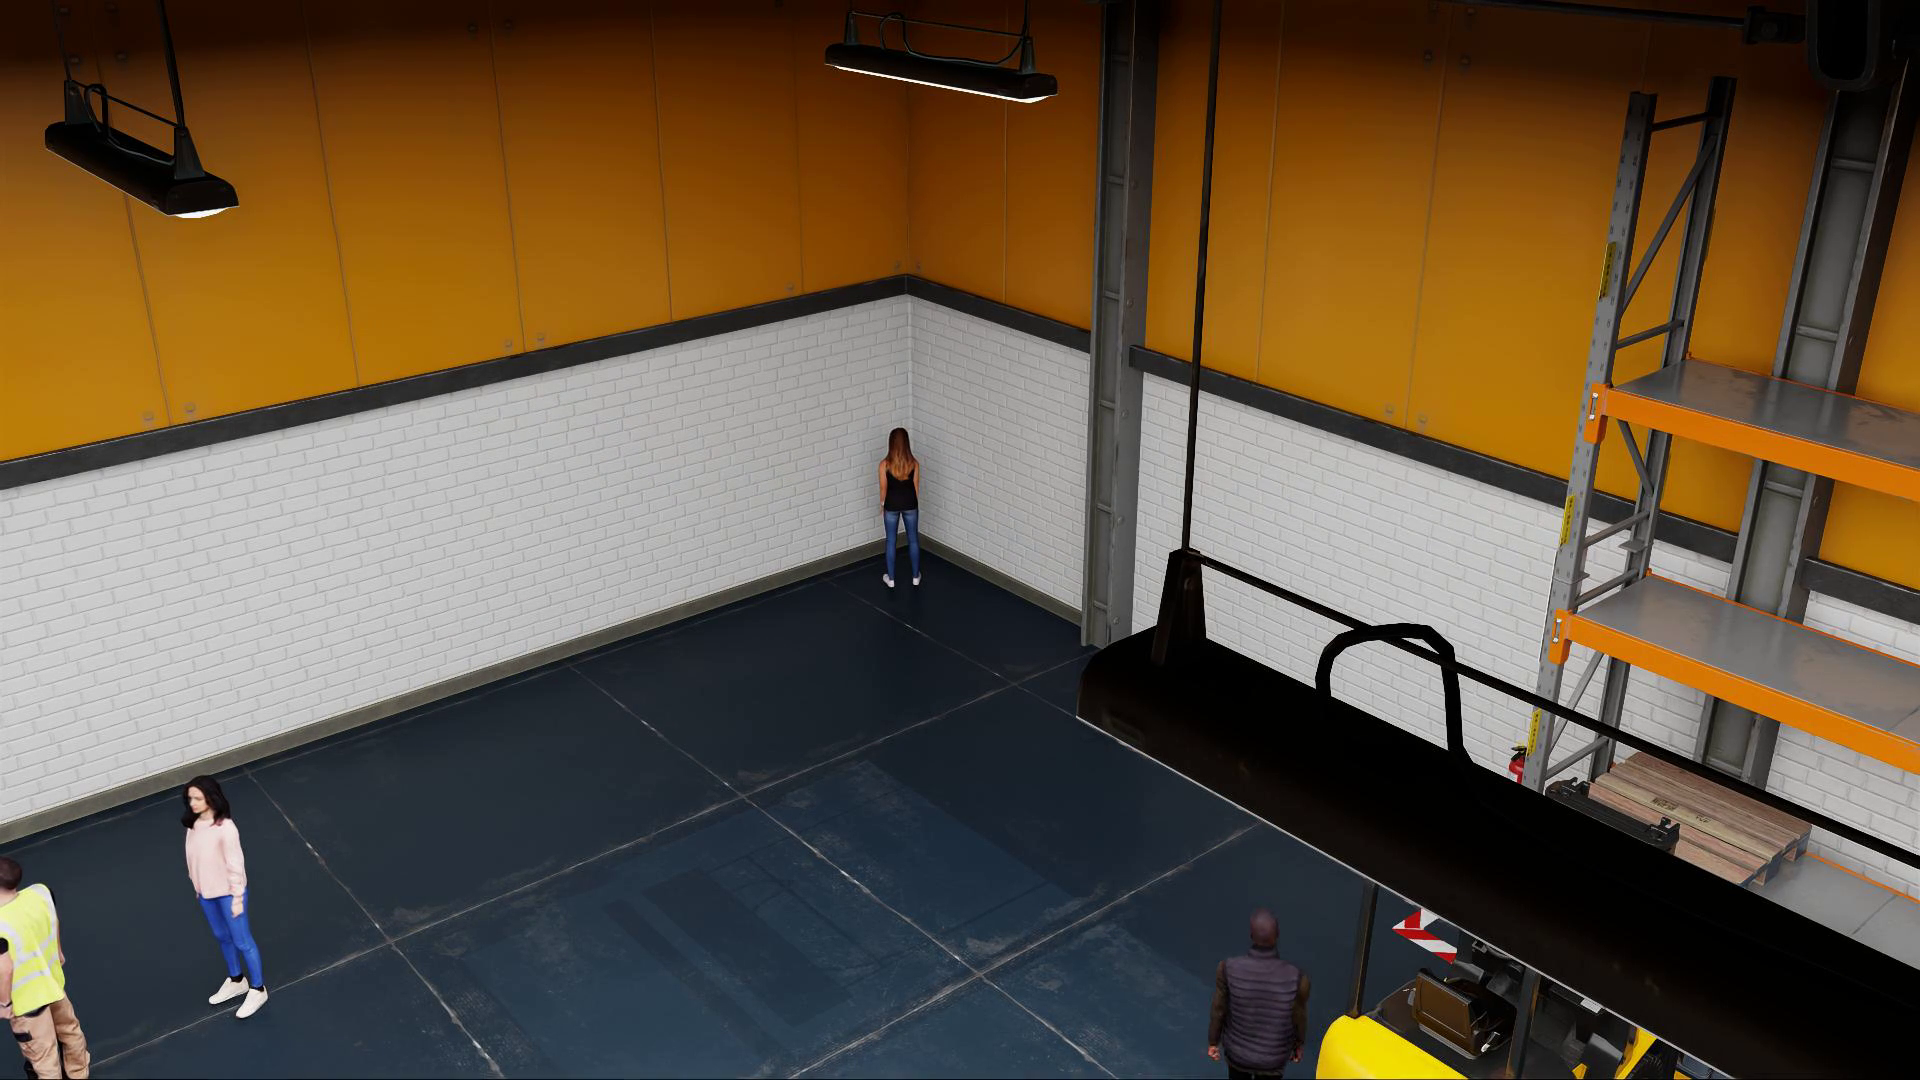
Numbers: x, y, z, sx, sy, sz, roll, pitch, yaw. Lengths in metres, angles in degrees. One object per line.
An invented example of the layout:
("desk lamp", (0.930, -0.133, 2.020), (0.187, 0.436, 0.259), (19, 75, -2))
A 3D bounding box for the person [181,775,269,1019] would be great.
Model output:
("person", (-4.873, 2.330, 11.000), (0.603, 1.769, 0.773), (14, 27, 28))

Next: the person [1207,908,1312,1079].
("person", (1.688, 2.964, 9.492), (1.018, 1.816, 1.038), (6, 24, 14))

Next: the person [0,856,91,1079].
("person", (-5.632, 2.691, 10.077), (0.912, 1.847, 0.856), (3, 24, 7))

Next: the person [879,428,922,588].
("person", (-0.612, -0.339, 17.163), (0.676, 1.723, 0.689), (-4, 24, -8))
